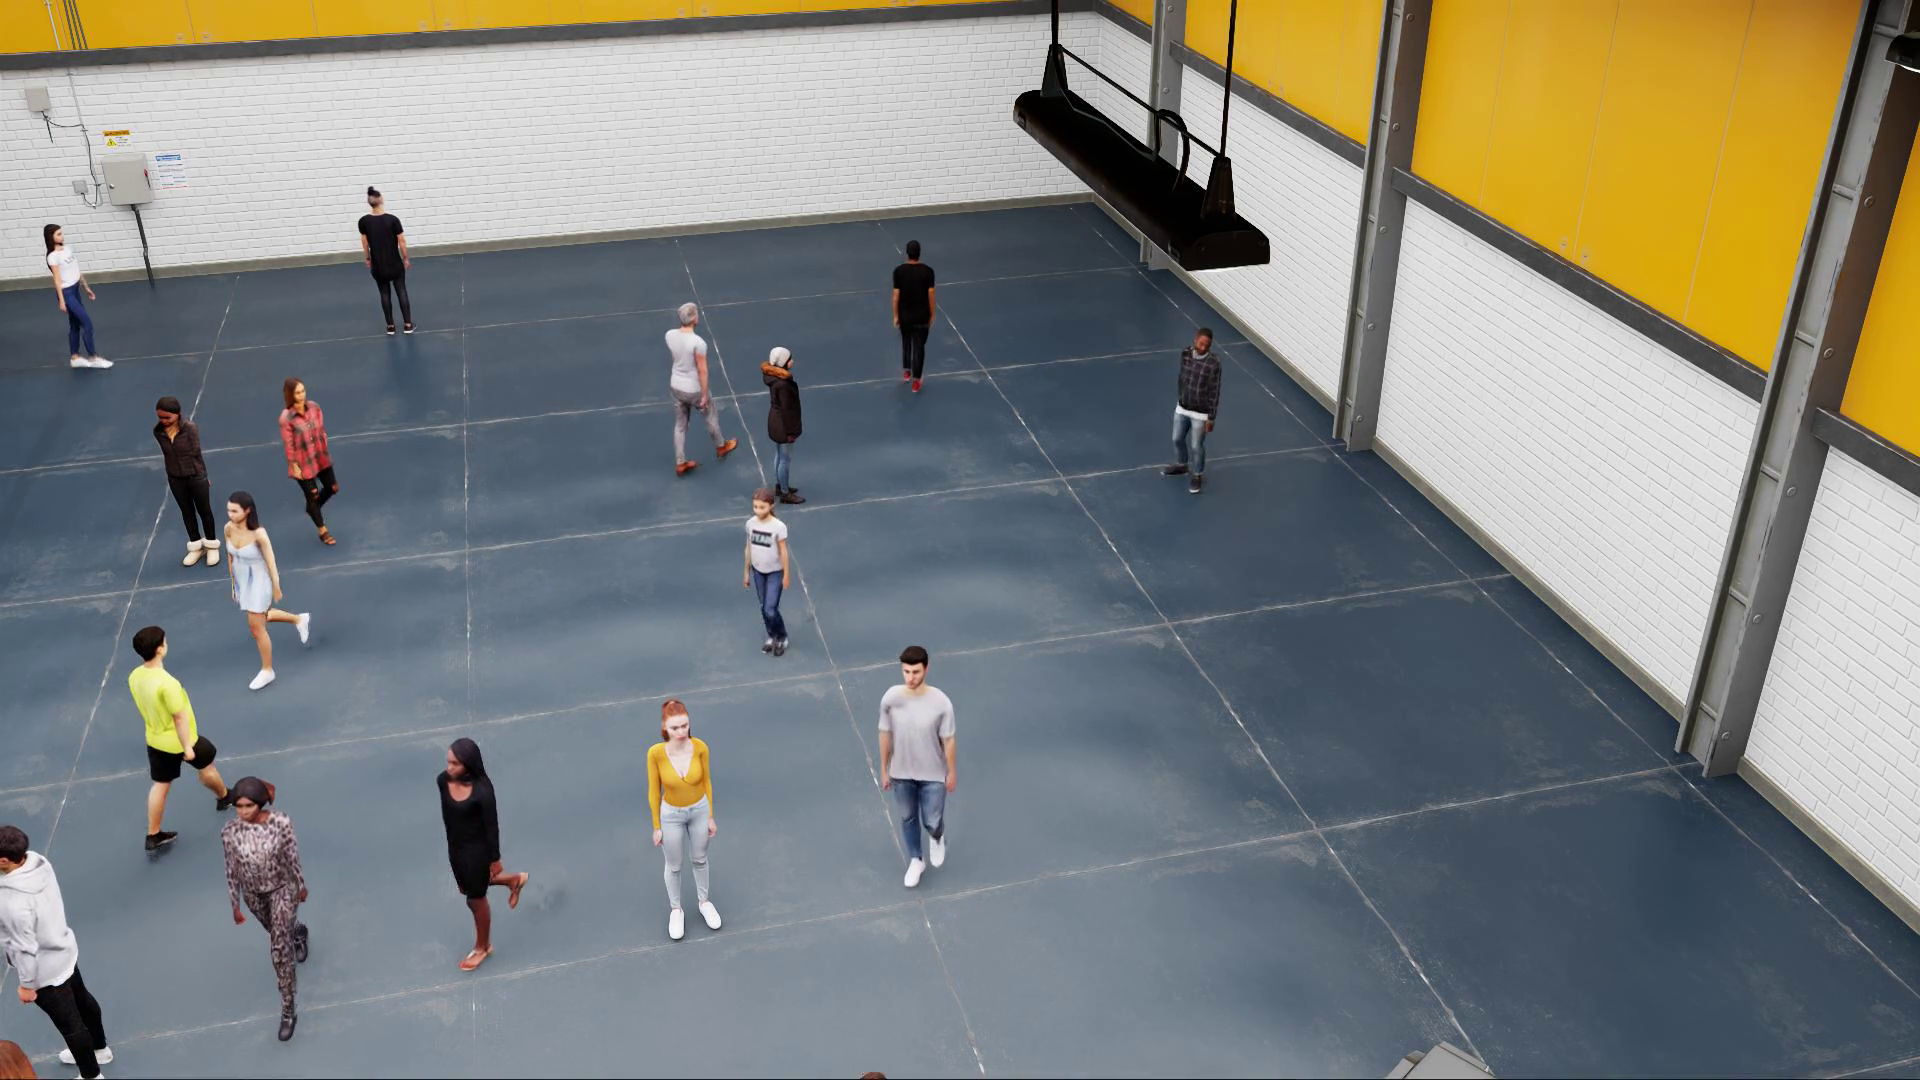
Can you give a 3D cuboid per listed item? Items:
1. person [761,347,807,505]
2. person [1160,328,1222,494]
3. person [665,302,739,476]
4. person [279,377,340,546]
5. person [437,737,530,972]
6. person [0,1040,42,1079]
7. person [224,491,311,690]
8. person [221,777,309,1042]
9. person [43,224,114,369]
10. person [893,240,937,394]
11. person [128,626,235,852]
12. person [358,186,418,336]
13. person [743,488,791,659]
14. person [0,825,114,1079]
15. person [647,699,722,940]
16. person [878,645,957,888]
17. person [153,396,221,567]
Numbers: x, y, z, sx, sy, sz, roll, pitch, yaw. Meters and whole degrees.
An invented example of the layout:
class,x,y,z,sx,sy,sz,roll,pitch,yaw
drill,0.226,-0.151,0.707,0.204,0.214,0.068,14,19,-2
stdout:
class,x,y,z,sx,sy,sz,roll,pitch,yaw
person,-1.754,-1.154,16.513,0.673,1.633,0.518,-8,30,-15
person,2.375,-1.333,16.687,0.983,1.780,0.845,-17,33,-28
person,-2.825,-1.506,16.986,1.080,1.797,1.139,15,32,26
person,-6.201,-0.758,15.725,0.855,1.693,0.794,19,34,31
person,-3.069,1.958,10.736,0.983,1.702,1.037,18,33,29
person,-4.616,3.171,8.560,1.007,1.656,1.200,9,30,16
person,-5.733,0.342,13.693,0.971,1.707,1.101,11,30,19
person,-4.292,2.167,10.387,0.728,1.670,1.212,-2,29,-4
person,-10.499,-2.833,19.460,0.712,1.758,0.735,-3,29,-6
person,-0.530,-2.513,18.893,0.786,1.740,0.893,5,29,8
person,-5.629,1.430,11.743,1.054,1.665,1.200,11,30,19
person,-7.058,-3.451,20.476,0.714,1.872,0.626,-3,29,-6
person,-1.594,0.226,14.073,0.657,1.547,0.716,13,31,22
person,-5.288,2.418,9.657,0.730,1.929,0.521,-7,29,-12
person,-1.819,1.819,10.940,0.598,1.750,0.608,-10,30,-18
person,-0.258,1.504,11.378,0.844,1.883,0.884,6,29,11
person,-7.171,-0.586,15.444,0.653,1.660,0.604,-7,29,-13
